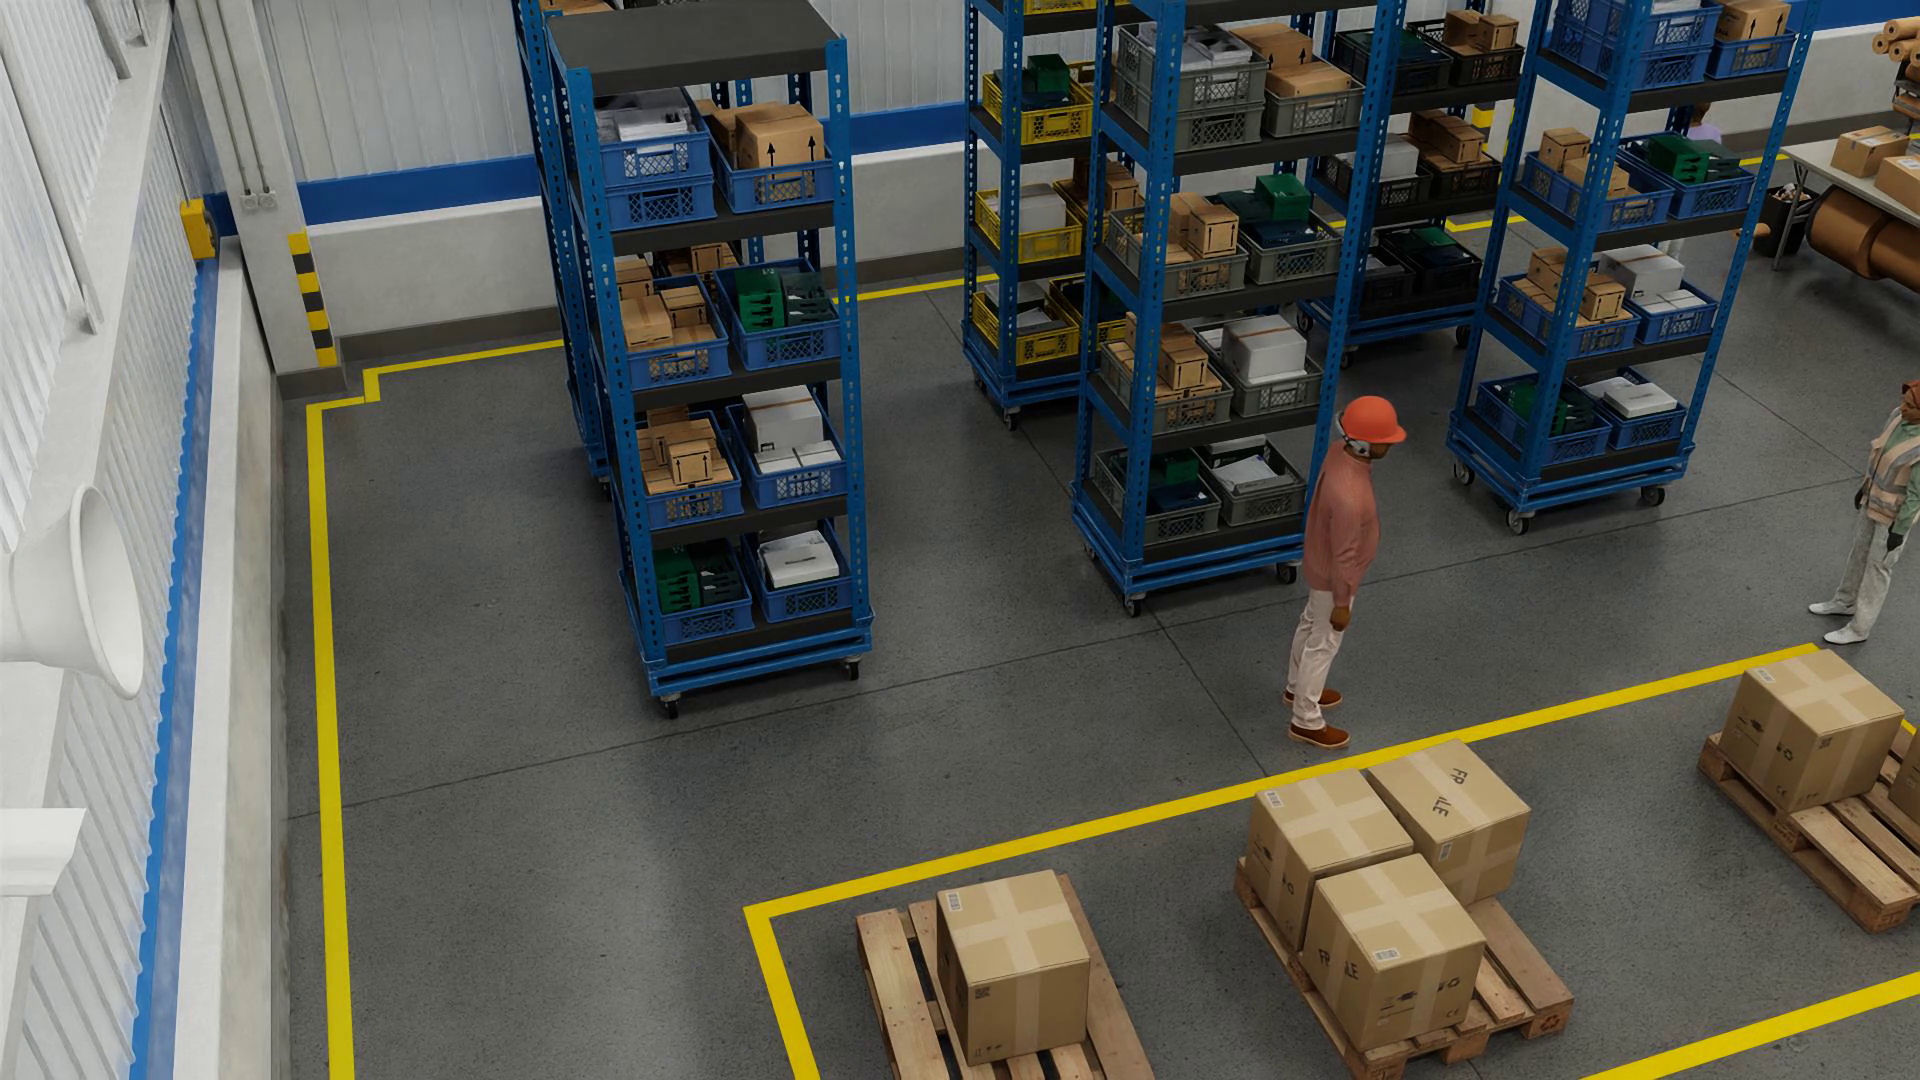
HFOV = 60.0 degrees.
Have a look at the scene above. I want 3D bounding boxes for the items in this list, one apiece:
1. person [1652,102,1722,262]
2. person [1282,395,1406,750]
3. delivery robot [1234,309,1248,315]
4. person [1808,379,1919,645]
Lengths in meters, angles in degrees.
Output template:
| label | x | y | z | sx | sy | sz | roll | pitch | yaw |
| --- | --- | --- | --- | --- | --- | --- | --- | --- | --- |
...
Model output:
| label | x | y | z | sx | sy | sz | roll | pitch | yaw |
| --- | --- | --- | --- | --- | --- | --- | --- | --- | --- |
| person | 5.021 | -2.296 | 11.851 | 0.630 | 1.940 | 0.371 | -24 | 42 | -30 |
| person | 1.908 | 0.149 | 8.336 | 0.396 | 1.993 | 0.618 | 4 | 35 | 5 |
| delivery robot | 2.252 | -2.022 | 12.575 | 0.477 | 0.478 | 0.707 | 29 | 44 | 35 |
| person | 5.060 | -0.160 | 9.086 | 0.313 | 1.634 | 0.514 | 3 | 35 | 4 |
